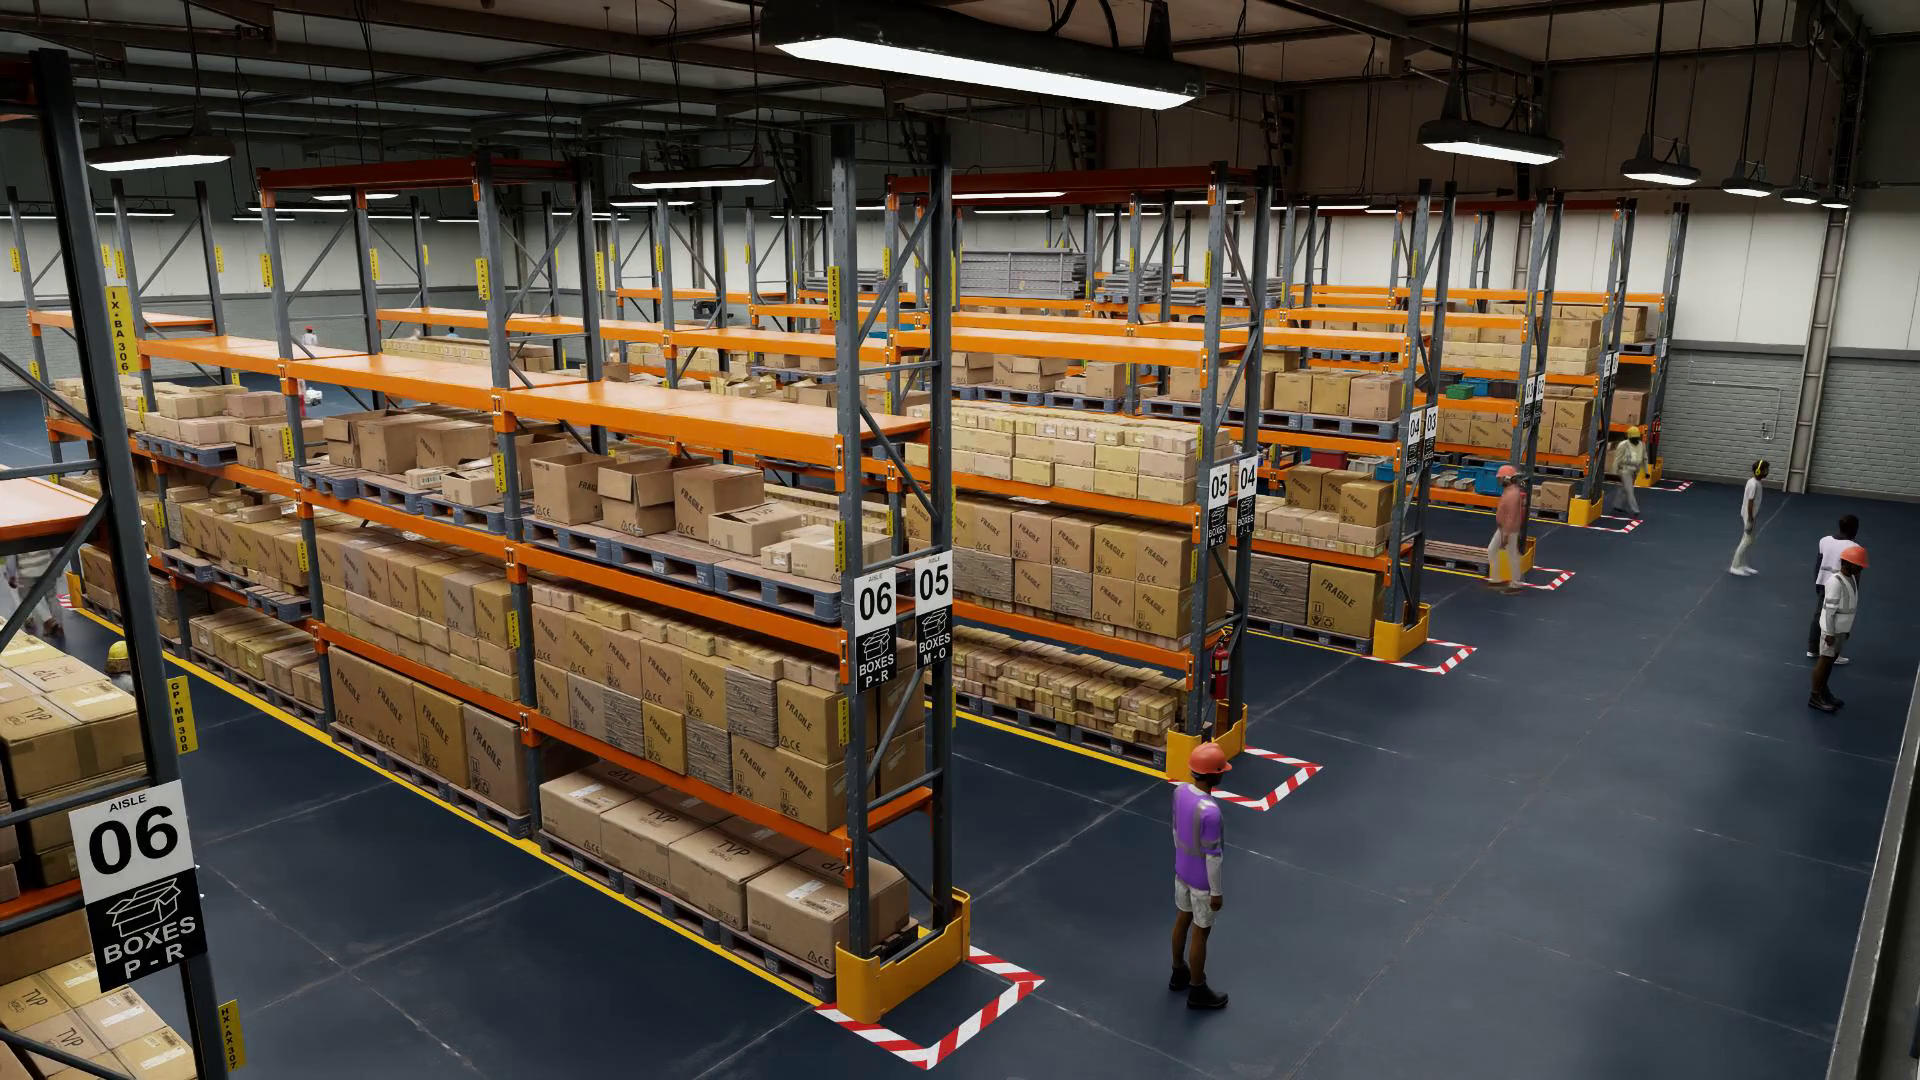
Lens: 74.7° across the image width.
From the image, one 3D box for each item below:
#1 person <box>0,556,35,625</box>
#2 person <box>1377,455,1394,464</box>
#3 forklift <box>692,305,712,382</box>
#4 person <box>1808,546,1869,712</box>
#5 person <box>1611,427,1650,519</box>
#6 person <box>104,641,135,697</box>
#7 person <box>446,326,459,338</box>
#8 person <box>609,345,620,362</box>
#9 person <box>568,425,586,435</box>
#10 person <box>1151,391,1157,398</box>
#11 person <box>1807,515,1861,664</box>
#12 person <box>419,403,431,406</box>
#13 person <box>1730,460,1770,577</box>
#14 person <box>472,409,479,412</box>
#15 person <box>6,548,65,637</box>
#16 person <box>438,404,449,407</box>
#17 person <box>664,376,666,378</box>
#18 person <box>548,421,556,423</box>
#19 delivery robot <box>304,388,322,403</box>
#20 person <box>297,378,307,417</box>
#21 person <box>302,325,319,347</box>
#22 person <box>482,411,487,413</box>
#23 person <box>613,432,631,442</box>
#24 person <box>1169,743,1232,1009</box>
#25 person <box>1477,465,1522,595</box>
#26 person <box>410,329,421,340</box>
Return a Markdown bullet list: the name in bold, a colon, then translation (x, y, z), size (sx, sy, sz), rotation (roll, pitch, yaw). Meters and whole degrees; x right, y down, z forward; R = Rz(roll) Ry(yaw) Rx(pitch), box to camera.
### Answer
- **person**: translation (-13.276, 0.287, 17.698), size (0.915, 1.808, 0.641), rotation (11, 17, 37)
- **person**: translation (8.379, -1.436, 24.717), size (0.403, 1.830, 0.600), rotation (6, 15, 25)
- **forklift**: translation (-9.511, -7.392, 47.124), size (1.873, 2.768, 1.129), rotation (11, 17, 38)
- **person**: translation (10.109, 1.004, 14.480), size (0.542, 1.929, 0.368), rotation (-11, 18, -39)
- **person**: translation (13.021, -1.314, 24.358), size (0.715, 1.770, 0.851), rotation (-4, 14, -16)
- **person**: translation (-7.684, 1.777, 11.713), size (0.486, 1.737, 0.319), rotation (3, 14, 12)
- **person**: translation (-20.792, -7.916, 51.678), size (0.543, 1.679, 0.372), rotation (-6, 15, -22)
- **person**: translation (-11.906, -5.953, 43.734), size (0.524, 1.623, 0.618), rotation (-4, 14, -18)
- **person**: translation (-8.826, -2.520, 28.992), size (0.427, 1.926, 0.647), rotation (7, 15, 27)
- **person**: translation (4.426, -2.340, 28.131), size (0.496, 1.978, 0.620), rotation (10, 17, 37)
- **person**: translation (11.202, 0.612, 16.111), size (0.379, 1.917, 0.597), rotation (-2, 14, -10)
- **person**: translation (-13.239, -2.964, 31.430), size (0.528, 1.620, 0.511), rotation (13, 19, 42)
- **person**: translation (12.737, -0.369, 20.258), size (0.307, 1.868, 0.533), rotation (9, 16, 33)
- **person**: translation (-12.961, -3.565, 33.289), size (0.664, 1.916, 0.640), rotation (4, 14, 16)
- **person**: translation (-12.489, 0.402, 16.983), size (0.490, 1.913, 0.695), rotation (5, 15, 20)
- **person**: translation (-14.636, -4.011, 35.315), size (0.914, 1.836, 0.520), rotation (-8, 16, -31)
- **person**: translation (-8.554, -4.337, 36.444), size (0.379, 1.933, 0.629), rotation (3, 14, 14)
- **person**: translation (-9.798, -2.886, 30.638), size (0.672, 1.849, 1.010), rotation (-13, 19, -42)
- **delivery robot**: translation (-20.862, -4.653, 40.506), size (0.477, 0.478, 0.707), rotation (1, 14, 4)
- **person**: translation (-19.139, -4.202, 36.334), size (0.528, 1.720, 0.882), rotation (-6, 15, -23)
- **person**: translation (-25.371, -7.445, 49.263), size (0.560, 1.920, 0.548), rotation (0, 14, -1)
- **person**: translation (-13.382, -3.900, 35.136), size (0.318, 1.697, 0.535), rotation (11, 18, 38)
- **person**: translation (-6.409, -1.283, 24.057), size (0.911, 1.840, 0.604), rotation (8, 16, 30)
- **person**: translation (1.709, 2.350, 8.922), size (0.361, 1.939, 0.542), rotation (-5, 14, -18)
- **person**: translation (8.256, -0.149, 19.147), size (0.760, 1.953, 0.760), rotation (3, 14, 13)
- **person**: translation (-20.565, -7.058, 47.740), size (0.611, 1.890, 0.651), rotation (7, 15, 25)
